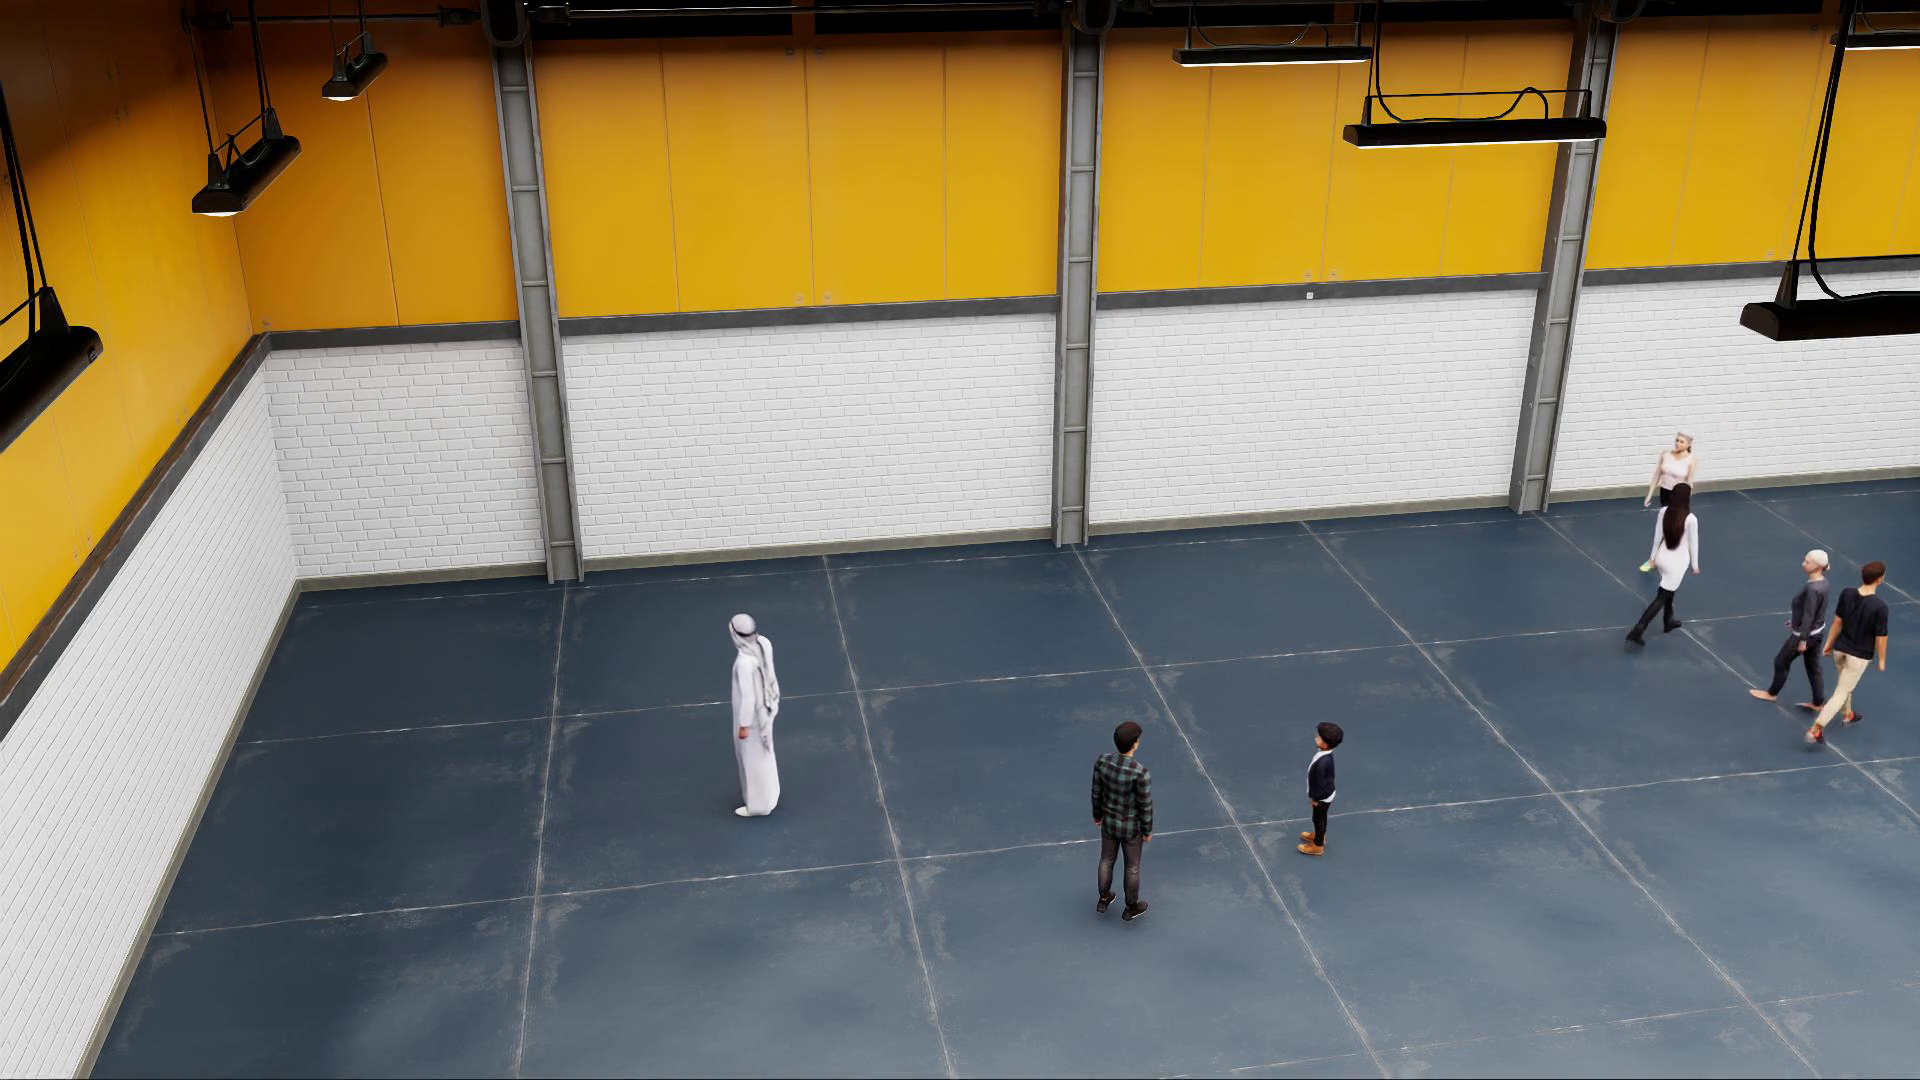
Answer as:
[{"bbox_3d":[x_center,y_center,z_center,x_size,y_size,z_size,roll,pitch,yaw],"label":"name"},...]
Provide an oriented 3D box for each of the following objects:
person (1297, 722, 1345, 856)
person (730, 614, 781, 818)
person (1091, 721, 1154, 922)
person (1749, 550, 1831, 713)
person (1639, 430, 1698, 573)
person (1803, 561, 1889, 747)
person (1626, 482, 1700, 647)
[{"bbox_3d":[3.052,2.079,14.018,0.628,1.227,0.590,9,25,19],"label":"person"},{"bbox_3d":[-1.790,1.508,14.454,0.772,1.924,0.784,5,24,11],"label":"person"},{"bbox_3d":[1.263,2.167,12.974,0.720,1.715,0.776,14,27,29],"label":"person"},{"bbox_3d":[8.278,0.911,16.093,0.975,1.705,0.993,-18,29,-35],"label":"person"},{"bbox_3d":[8.327,-0.495,19.368,1.272,1.658,0.937,-15,28,-31],"label":"person"},{"bbox_3d":[8.283,1.092,15.541,1.274,1.815,0.923,-12,26,-25],"label":"person"},{"bbox_3d":[7.381,0.295,17.423,1.238,1.768,0.851,-11,26,-24],"label":"person"}]
